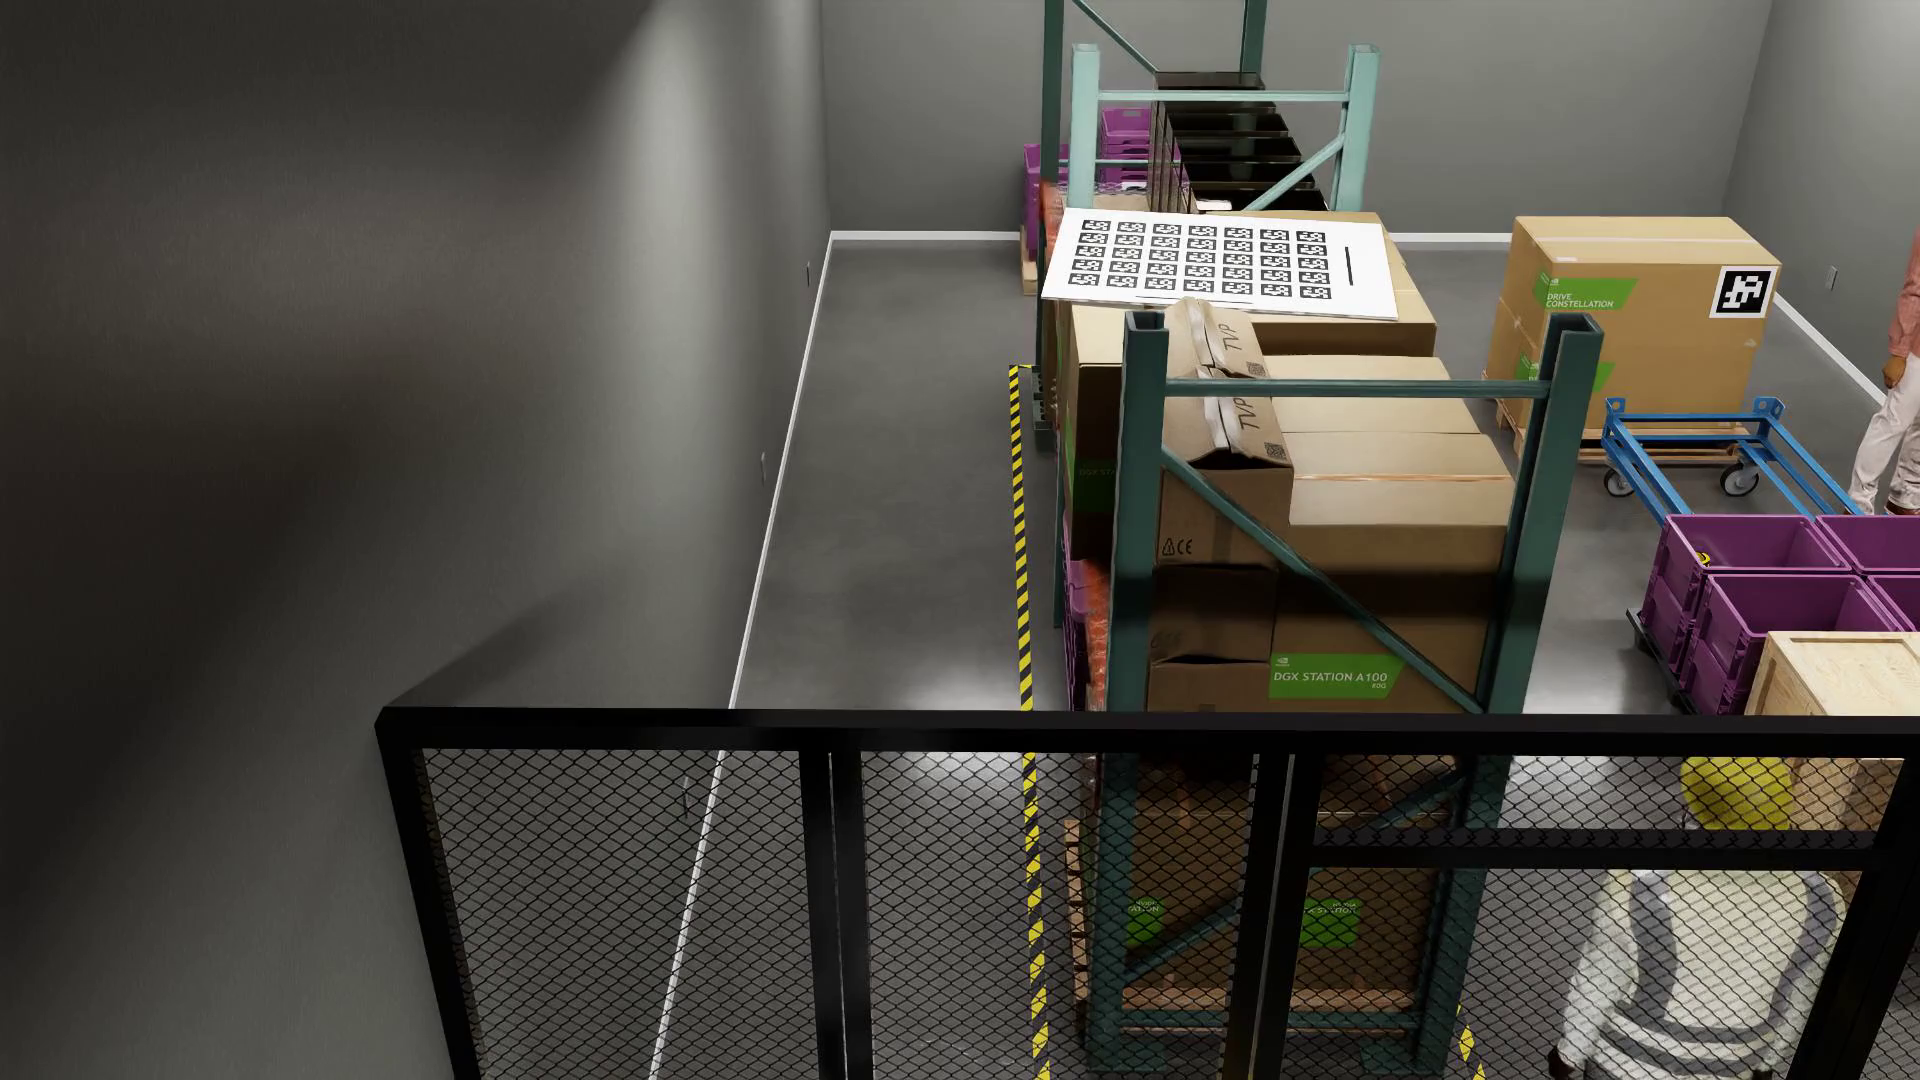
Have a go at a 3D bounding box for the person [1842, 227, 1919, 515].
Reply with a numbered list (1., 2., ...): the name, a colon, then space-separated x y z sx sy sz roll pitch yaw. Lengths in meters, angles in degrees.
1. person: 4.538 -0.899 7.654 0.620 1.994 0.381 -9 32 -14

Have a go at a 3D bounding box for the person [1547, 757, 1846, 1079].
1. person: 1.801 1.260 4.221 0.591 1.836 0.404 1 31 2
